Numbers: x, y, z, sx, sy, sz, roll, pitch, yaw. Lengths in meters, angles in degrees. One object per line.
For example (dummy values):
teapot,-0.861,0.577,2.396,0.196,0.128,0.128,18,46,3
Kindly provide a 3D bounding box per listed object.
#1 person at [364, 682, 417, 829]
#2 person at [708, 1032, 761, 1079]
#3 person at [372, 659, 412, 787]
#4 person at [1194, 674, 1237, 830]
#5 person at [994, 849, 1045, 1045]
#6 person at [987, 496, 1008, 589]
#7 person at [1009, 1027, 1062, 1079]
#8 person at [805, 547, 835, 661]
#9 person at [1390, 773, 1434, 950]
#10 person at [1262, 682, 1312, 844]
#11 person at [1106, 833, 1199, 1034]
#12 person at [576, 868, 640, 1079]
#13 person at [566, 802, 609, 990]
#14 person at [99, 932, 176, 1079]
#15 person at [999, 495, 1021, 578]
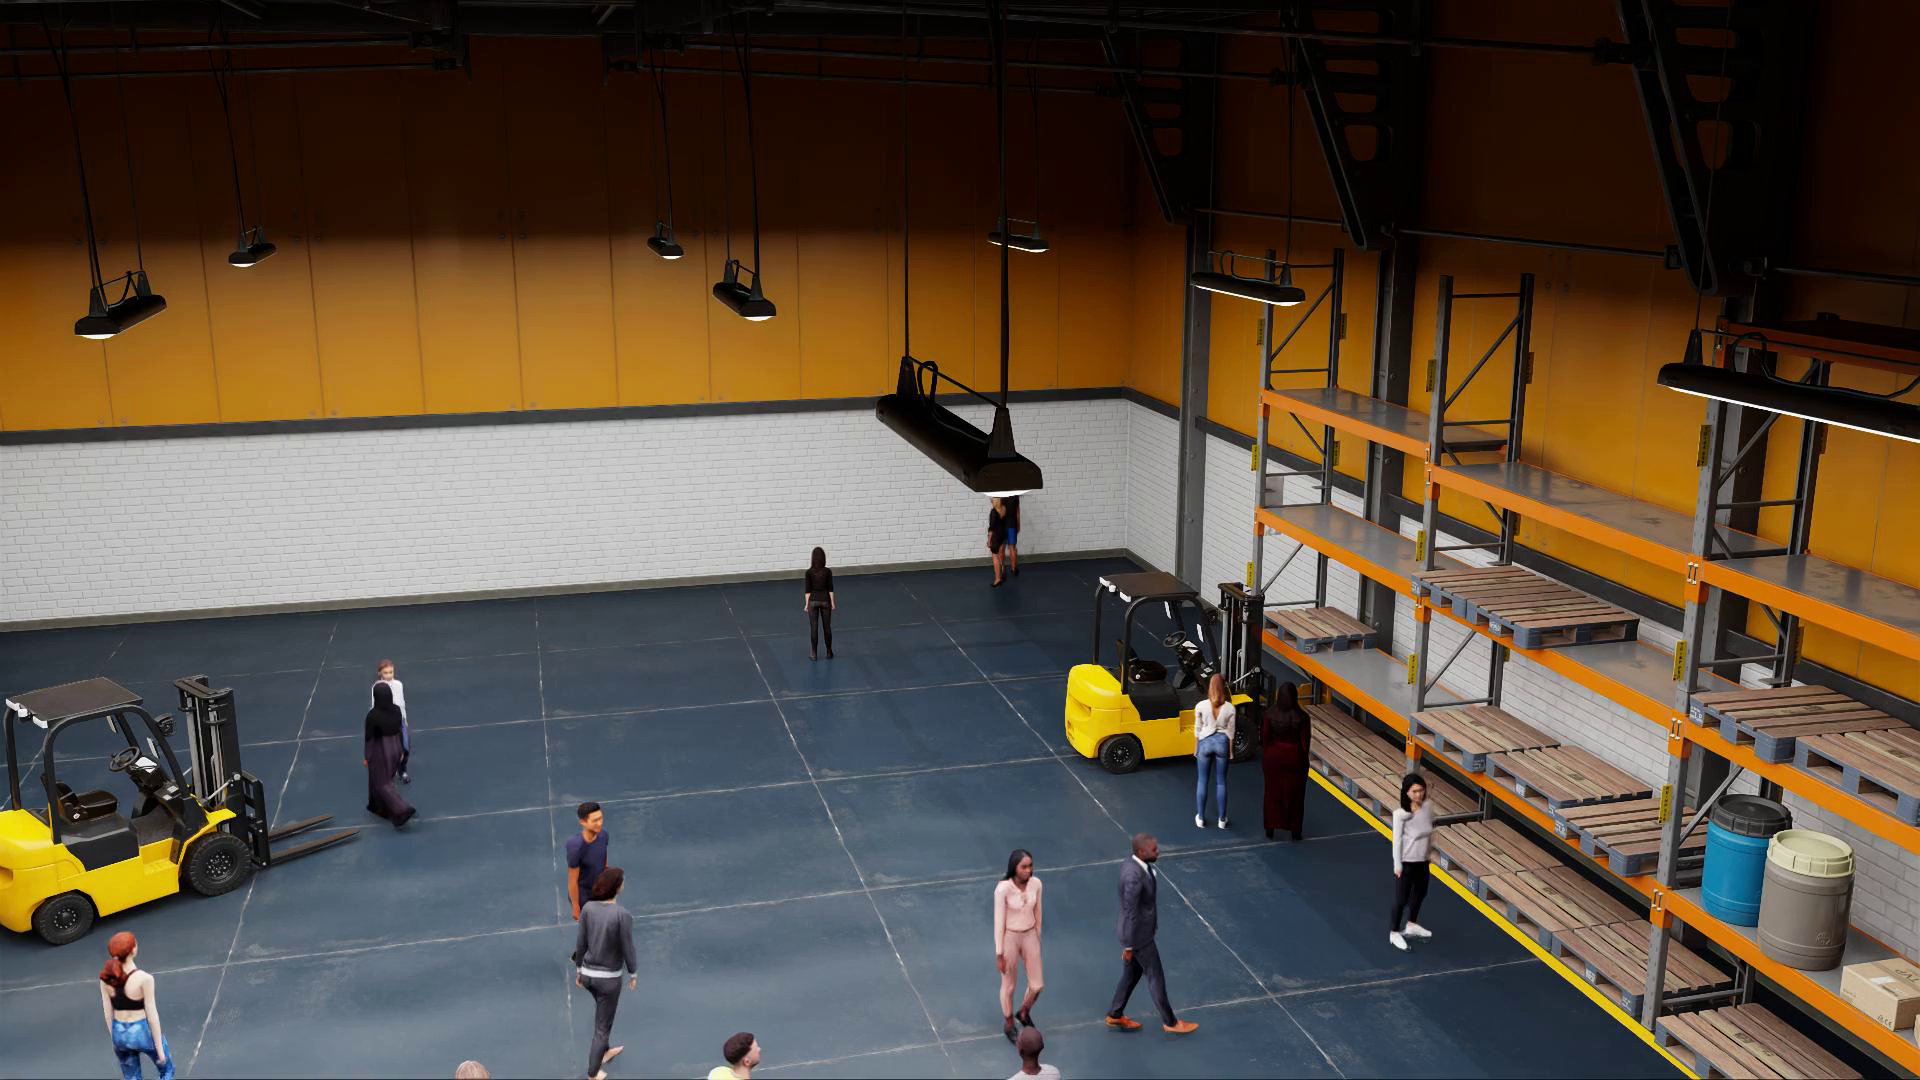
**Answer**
person,-6.214,2.339,18.059,1.104,1.595,1.015,9,16,31
person,-1.392,3.998,10.676,0.891,1.846,0.812,-12,18,-40
person,-6.604,2.093,19.196,0.677,1.539,0.706,-10,17,-37
person,2.750,2.279,18.040,0.657,1.722,0.623,1,14,4
person,0.423,3.325,13.745,0.674,1.709,0.645,-6,15,-24
person,0.684,0.000,27.576,0.737,1.663,0.673,7,15,27
person,0.508,4.025,10.792,0.832,1.738,1.210,-7,15,-26
person,-2.014,0.911,23.863,0.601,1.640,0.530,-2,14,-8
person,4.183,2.940,15.368,0.777,1.693,0.692,-11,17,-38
person,3.455,2.356,17.648,0.767,1.756,0.794,5,14,19
person,1.408,3.275,13.776,1.008,1.791,1.063,2,14,7
person,-2.868,3.470,13.102,0.863,1.730,0.944,3,14,14
person,-3.317,3.091,14.578,0.918,1.772,0.855,8,16,30
person,-5.996,3.709,12.024,0.684,1.773,0.732,1,14,3
person,0.798,-0.263,28.383,0.664,1.793,0.622,0,14,-1
